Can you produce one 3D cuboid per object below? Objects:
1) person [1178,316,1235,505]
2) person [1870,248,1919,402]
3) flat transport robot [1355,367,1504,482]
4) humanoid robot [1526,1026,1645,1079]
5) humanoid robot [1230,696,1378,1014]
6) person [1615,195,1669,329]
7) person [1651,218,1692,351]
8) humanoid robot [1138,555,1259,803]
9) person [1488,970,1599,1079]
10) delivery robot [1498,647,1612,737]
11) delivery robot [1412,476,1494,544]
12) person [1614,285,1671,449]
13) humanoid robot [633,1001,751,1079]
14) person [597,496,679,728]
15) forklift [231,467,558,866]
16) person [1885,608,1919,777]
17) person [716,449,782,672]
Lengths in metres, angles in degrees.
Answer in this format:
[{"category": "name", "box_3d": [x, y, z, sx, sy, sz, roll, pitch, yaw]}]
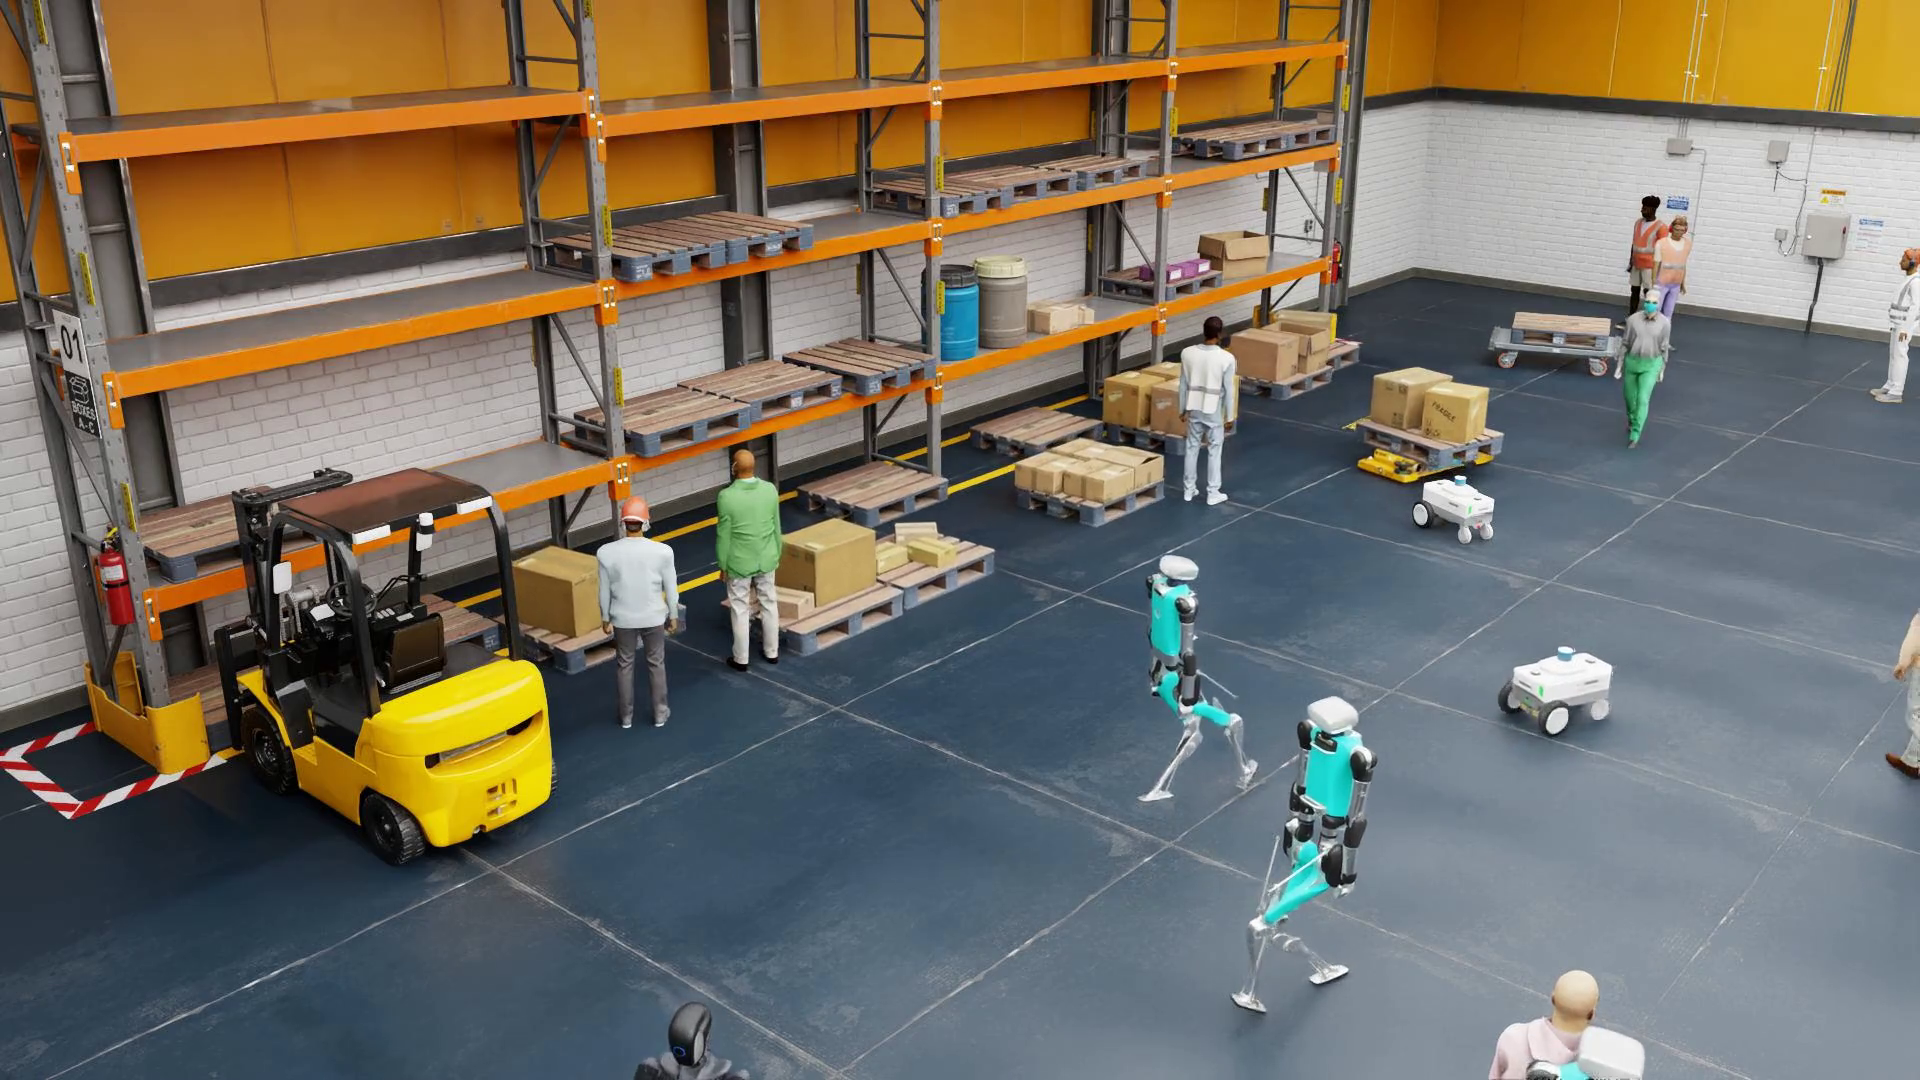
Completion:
[{"category": "person", "box_3d": [2.462, -1.295, 16.700, 0.605, 1.909, 0.402, 13, 24, 31]}, {"category": "person", "box_3d": [11.509, -2.621, 20.323, 0.337, 1.882, 0.583, 7, 21, 17]}, {"category": "flat transport robot", "box_3d": [5.047, -0.904, 18.001, 1.431, 0.231, 0.659, -13, 24, -31]}, {"category": "humanoid robot", "box_3d": [2.247, 2.725, 6.093, 0.579, 1.790, 0.888, 6, 21, 15]}, {"category": "humanoid robot", "box_3d": [1.719, 1.729, 8.814, 1.019, 1.774, 0.536, -11, 23, -27]}, {"category": "person", "box_3d": [9.807, -3.955, 23.822, 0.373, 1.963, 0.605, -8, 22, -20]}, {"category": "person", "box_3d": [9.678, -3.493, 22.751, 0.563, 1.837, 0.395, -6, 21, -16]}, {"category": "humanoid robot", "box_3d": [1.662, 0.902, 11.003, 0.953, 1.771, 0.535, -8, 22, -21]}, {"category": "person", "box_3d": [2.318, 2.499, 6.610, 0.541, 1.773, 0.419, 13, 24, 31]}, {"category": "delivery robot", "box_3d": [4.397, 1.087, 12.210, 0.809, 0.606, 0.499, -9, 22, -22]}, {"category": "delivery robot", "box_3d": [4.779, -0.318, 16.022, 0.499, 0.609, 0.813, -9, 22, -24]}, {"category": "person", "box_3d": [7.691, -1.995, 18.746, 0.519, 1.809, 0.882, 12, 23, 29]}, {"category": "humanoid robot", "box_3d": [-1.038, 2.525, 6.694, 0.601, 1.642, 0.388, 3, 20, 8]}, {"category": "person", "box_3d": [-2.314, 0.526, 12.007, 0.572, 1.734, 0.344, -3, 21, -9]}, {"category": "forklift", "box_3d": [-3.730, 0.710, 10.856, 2.313, 2.155, 1.214, 17, 26, 38]}, {"category": "person", "box_3d": [6.554, 0.829, 11.017, 0.554, 1.854, 0.806, -3, 21, -9]}, {"category": "person", "box_3d": [-1.632, 0.159, 12.952, 0.546, 1.778, 0.386, -12, 23, -29]}]
